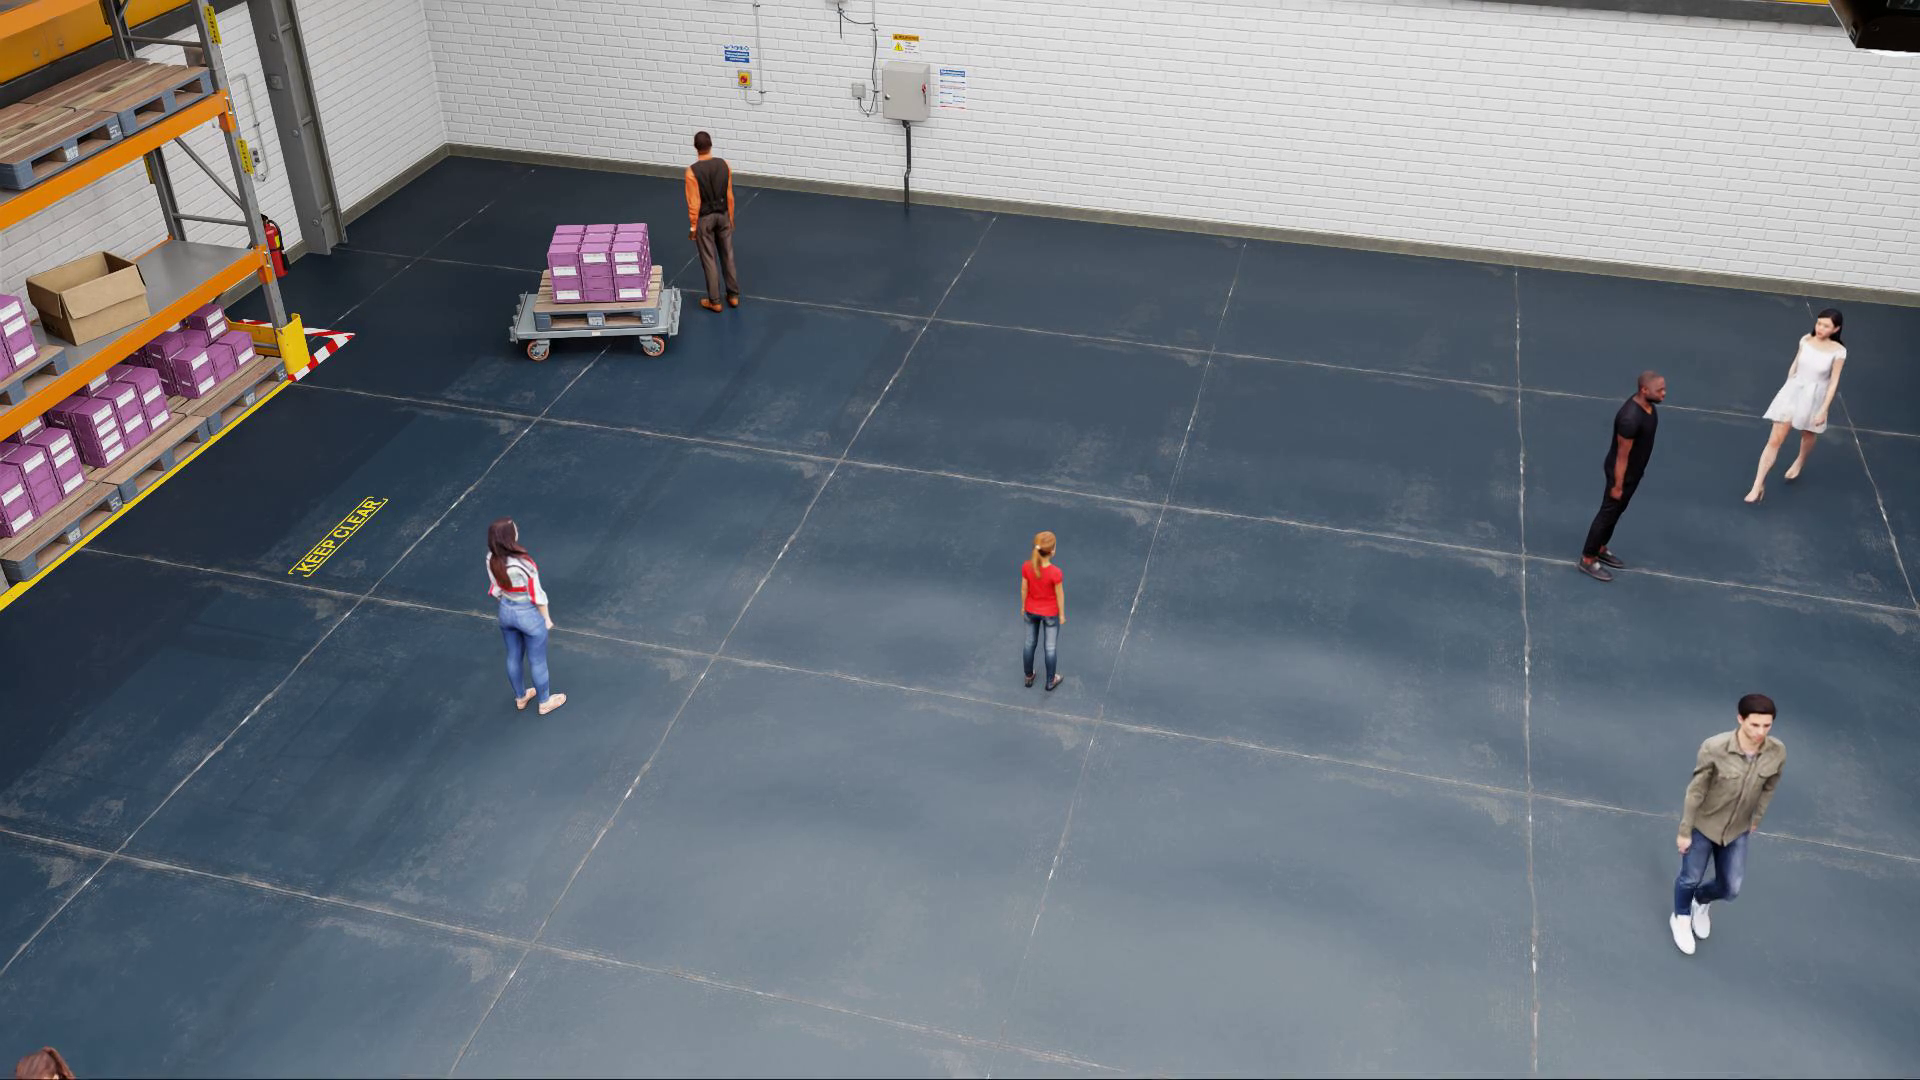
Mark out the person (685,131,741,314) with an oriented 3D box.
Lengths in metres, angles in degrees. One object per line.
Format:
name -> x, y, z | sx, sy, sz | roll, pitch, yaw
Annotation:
person -> -2.550, -3.286, 17.182 | 0.772, 1.906, 0.847 | -20, 38, -27

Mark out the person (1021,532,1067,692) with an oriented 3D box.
person -> 0.589, 0.517, 12.001 | 0.508, 1.307, 0.521 | 12, 36, 18

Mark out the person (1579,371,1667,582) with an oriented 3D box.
person -> 5.237, -0.534, 13.122 | 0.791, 1.817, 0.626 | 23, 40, 30

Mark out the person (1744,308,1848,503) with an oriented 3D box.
person -> 7.230, -1.155, 14.148 | 1.237, 1.716, 1.060 | -25, 41, -32

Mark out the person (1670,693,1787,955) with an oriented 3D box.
person -> 4.462, 1.623, 9.844 | 0.745, 1.852, 0.710 | 3, 34, 4

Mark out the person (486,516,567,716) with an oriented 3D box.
person -> -3.094, 0.526, 11.711 | 0.611, 1.614, 0.549 | 13, 36, 18
